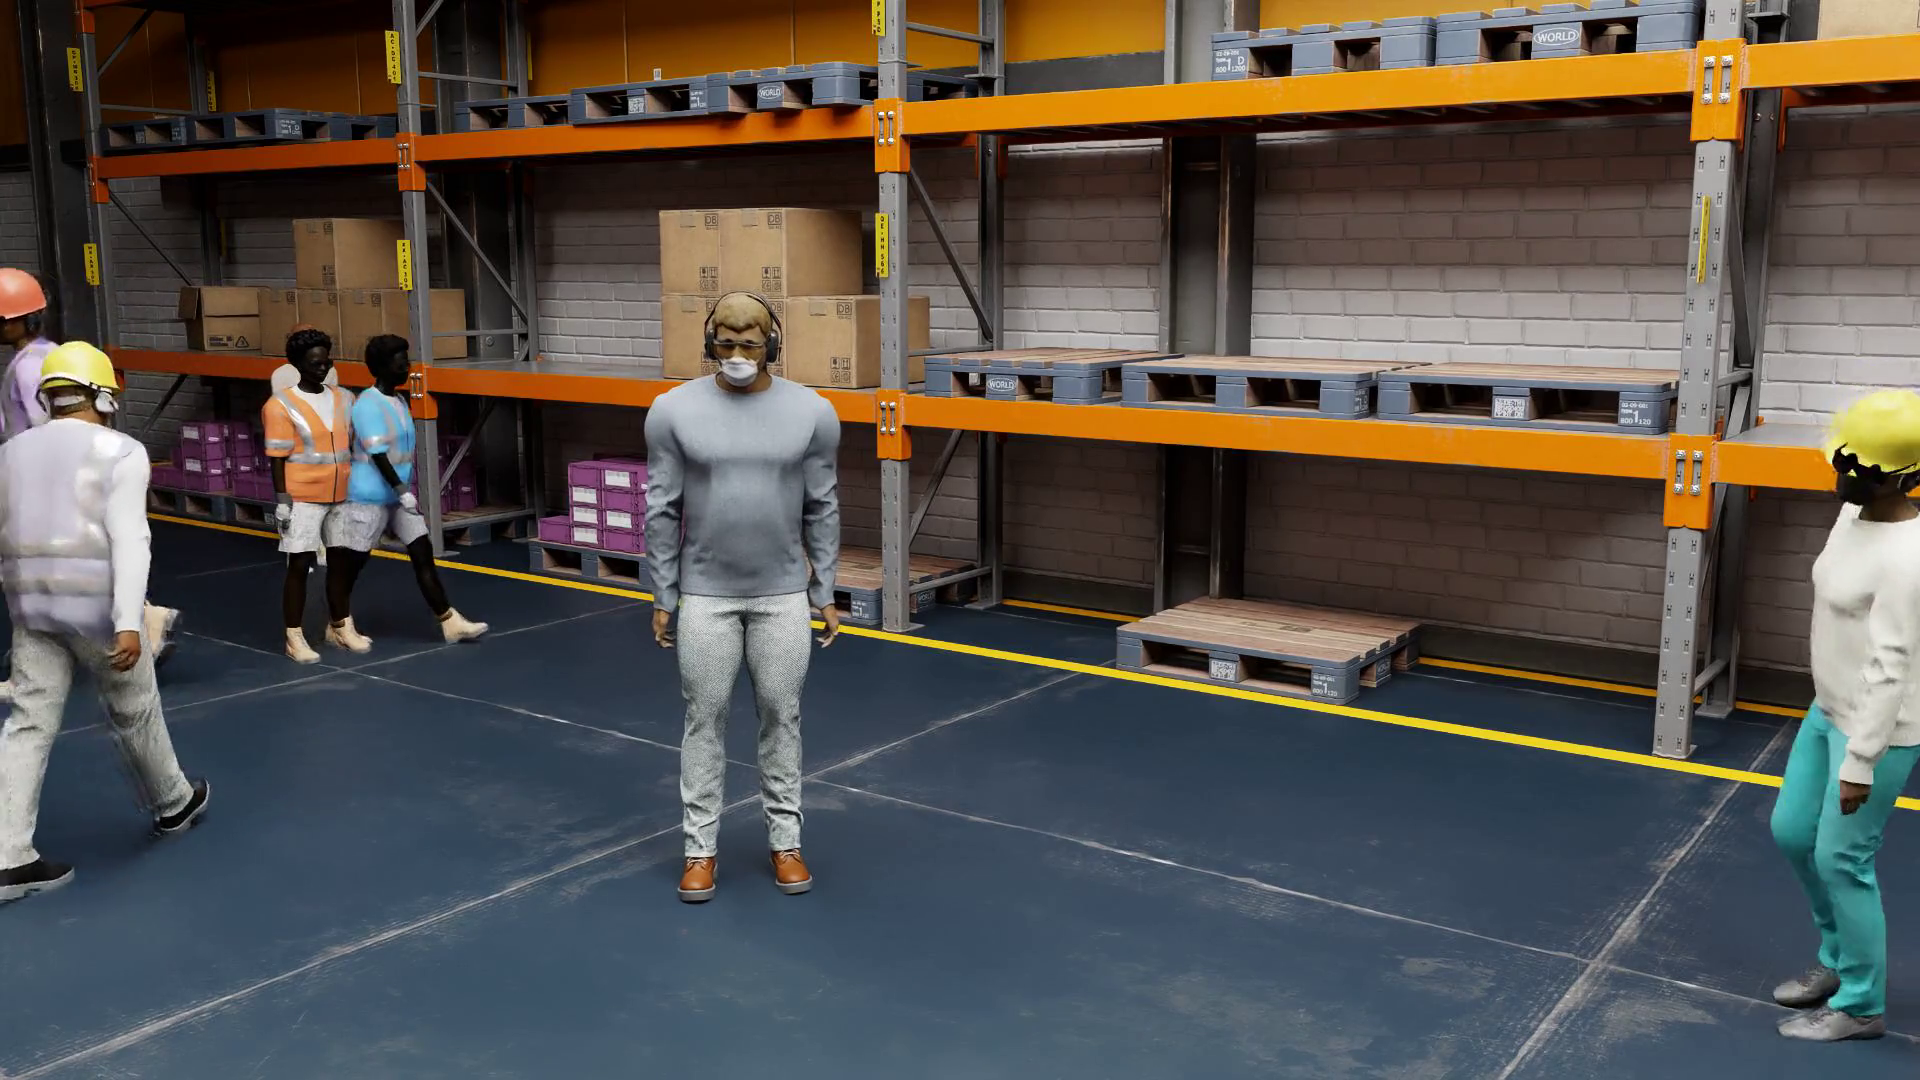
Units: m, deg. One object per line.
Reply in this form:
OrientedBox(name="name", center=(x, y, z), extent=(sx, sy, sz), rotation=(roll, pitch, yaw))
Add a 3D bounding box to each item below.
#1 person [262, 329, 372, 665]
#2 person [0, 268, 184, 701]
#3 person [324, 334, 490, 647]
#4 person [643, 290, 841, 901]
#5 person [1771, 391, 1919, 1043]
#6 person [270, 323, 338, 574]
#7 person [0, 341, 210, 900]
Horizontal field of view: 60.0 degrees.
OrientedBox(name="person", center=(-3.249, -0.219, 8.400), extent=(0.321, 1.689, 0.535), rotation=(6, 11, 31))
OrientedBox(name="person", center=(-4.114, -0.246, 7.642), extent=(0.796, 1.993, 0.628), rotation=(-3, 10, -17))
OrientedBox(name="person", center=(-2.952, -0.239, 8.619), extent=(0.852, 1.642, 0.526), rotation=(1, 10, 7))
OrientedBox(name="person", center=(-0.682, 0.180, 5.292), extent=(0.627, 1.933, 0.371), rotation=(-2, 10, -11))
OrientedBox(name="person", center=(2.256, 0.470, 4.203), extent=(0.339, 1.720, 0.587), rotation=(2, 10, 10))
OrientedBox(name="person", center=(-4.239, -0.598, 10.841), extent=(0.279, 1.627, 0.507), rotation=(5, 11, 27))
OrientedBox(name="person", center=(-2.907, 0.234, 5.508), extent=(0.621, 1.752, 0.963), rotation=(1, 10, 8))
